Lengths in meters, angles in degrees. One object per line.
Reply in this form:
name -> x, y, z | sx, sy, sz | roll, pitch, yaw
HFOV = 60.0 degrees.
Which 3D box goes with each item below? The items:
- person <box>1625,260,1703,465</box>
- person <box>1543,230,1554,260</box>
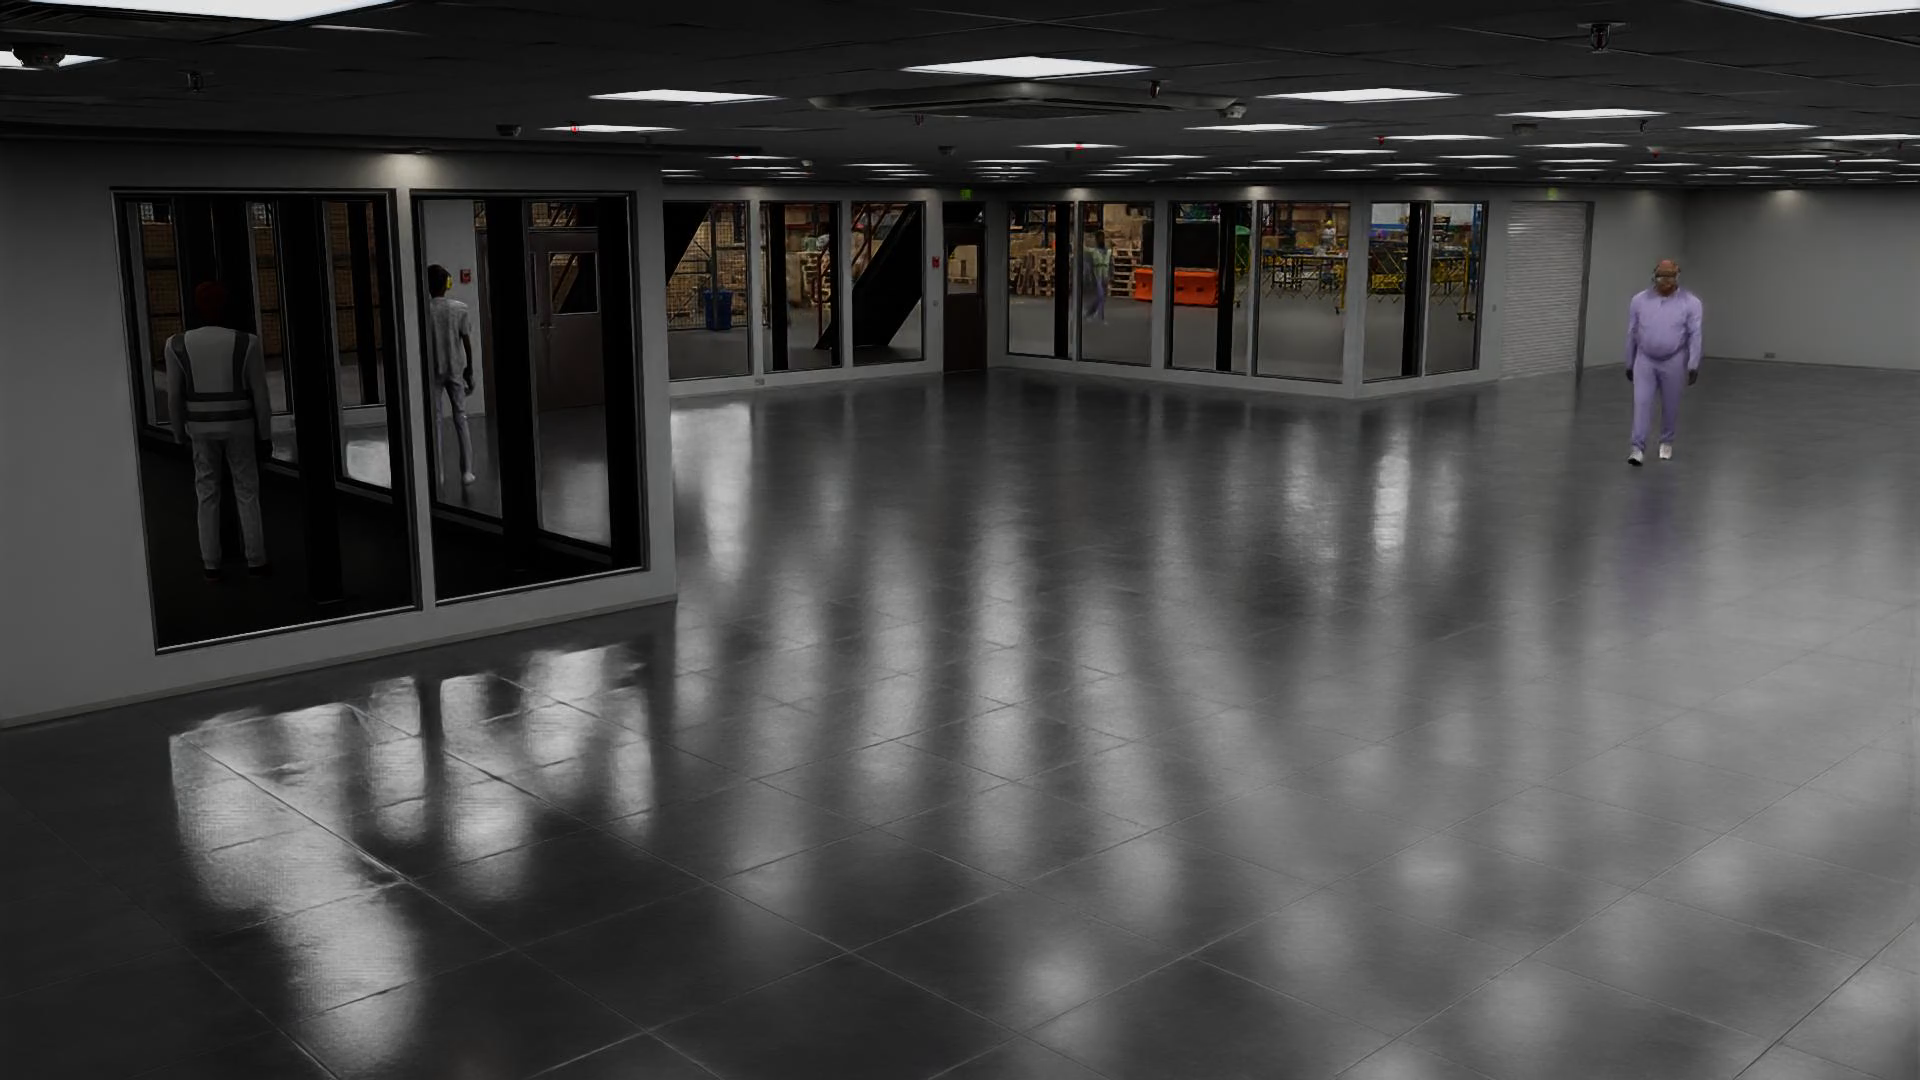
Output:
person -> 6.422, -1.622, 15.231 | 0.657, 1.856, 1.009 | 6, 13, 28
person -> 18.107, -8.853, 51.375 | 0.674, 1.886, 0.524 | -9, 15, -39
